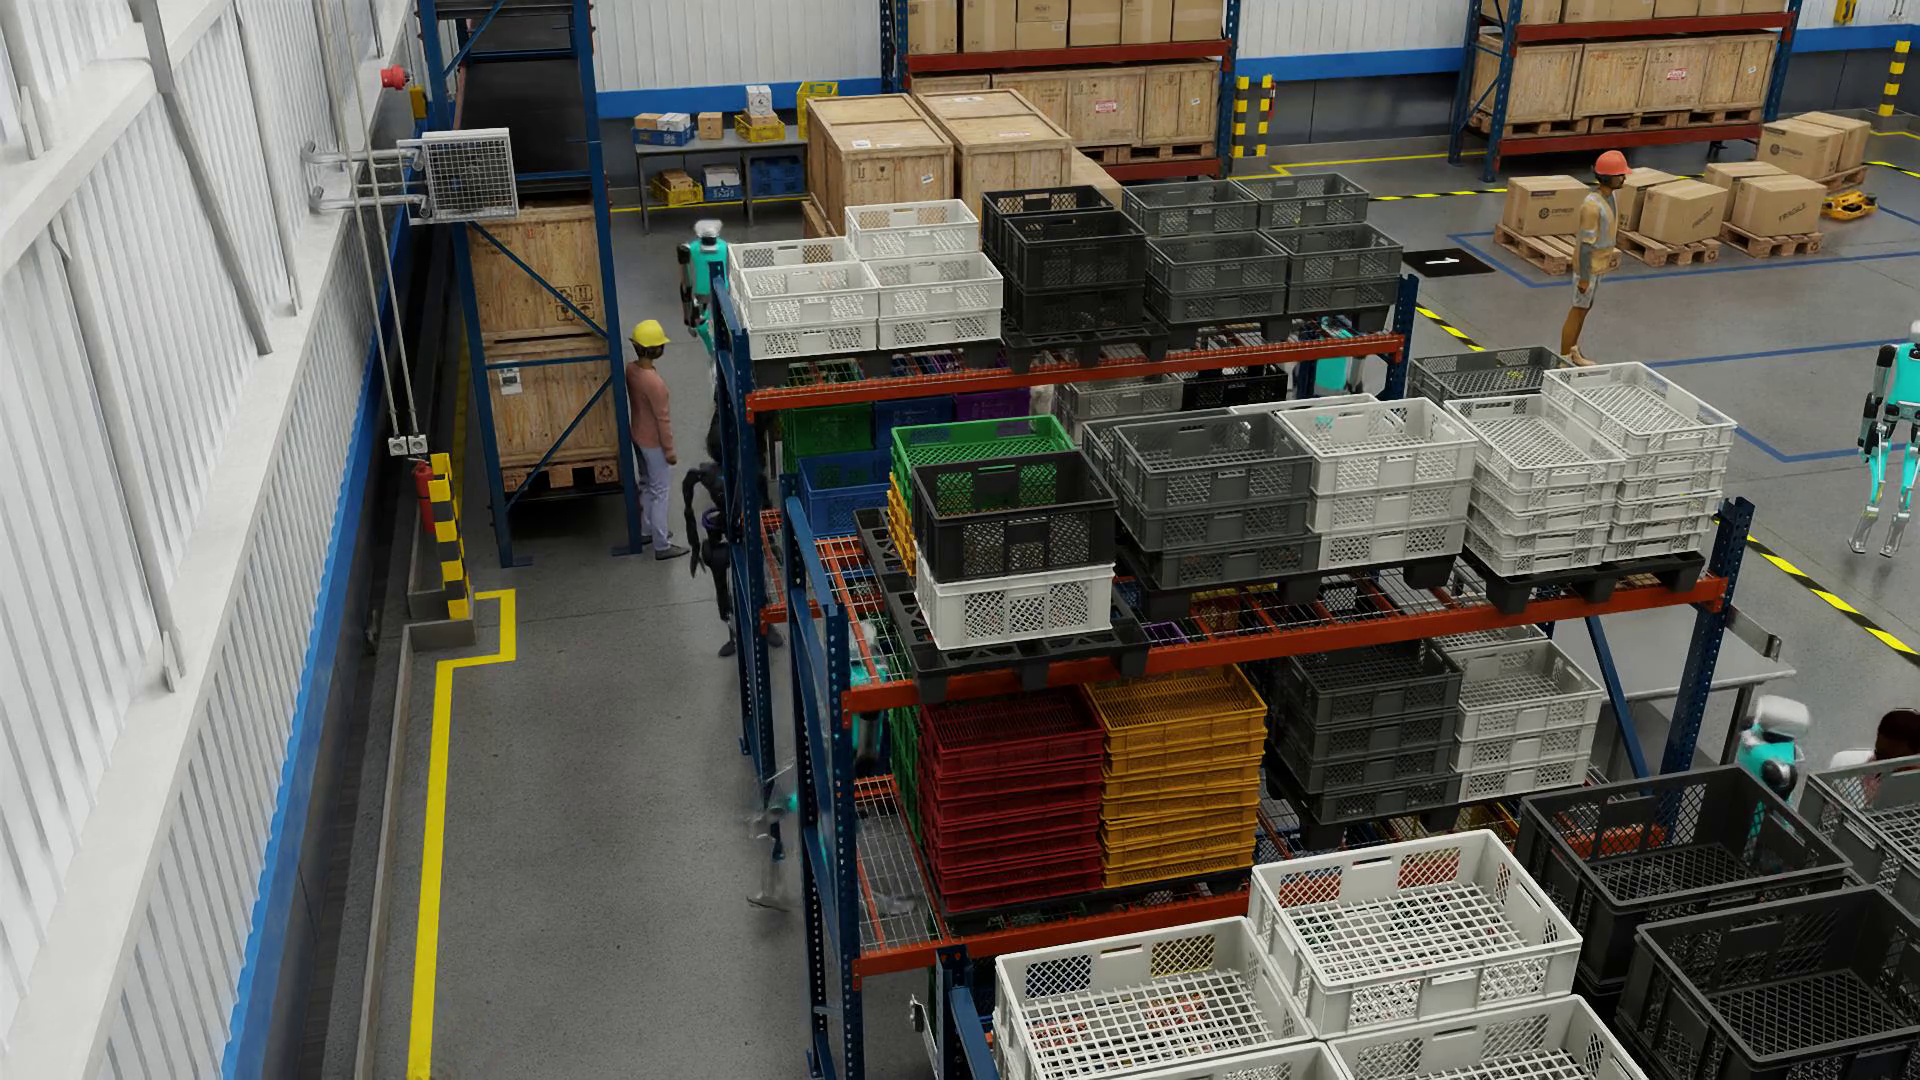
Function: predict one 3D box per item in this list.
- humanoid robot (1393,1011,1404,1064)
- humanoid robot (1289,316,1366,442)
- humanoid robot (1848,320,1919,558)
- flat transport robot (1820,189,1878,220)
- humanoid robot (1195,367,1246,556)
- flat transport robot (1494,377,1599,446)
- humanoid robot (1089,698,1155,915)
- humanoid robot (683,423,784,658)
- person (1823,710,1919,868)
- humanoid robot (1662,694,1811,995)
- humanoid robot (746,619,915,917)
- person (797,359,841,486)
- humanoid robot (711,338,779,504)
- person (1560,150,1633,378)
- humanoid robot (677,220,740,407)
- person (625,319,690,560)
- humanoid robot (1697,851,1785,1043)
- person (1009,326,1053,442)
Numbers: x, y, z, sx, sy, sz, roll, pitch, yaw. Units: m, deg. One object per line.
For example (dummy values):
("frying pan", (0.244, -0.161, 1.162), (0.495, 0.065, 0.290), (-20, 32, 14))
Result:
("humanoid robot", (1.585, 2.341, 6.102), (0.449, 1.647, 0.601), (-1, 28, -2))
("humanoid robot", (2.763, -0.984, 12.345), (0.559, 1.734, 1.030), (17, 32, 29))
("humanoid robot", (6.515, -0.637, 11.532), (0.533, 1.681, 0.735), (13, 31, 24))
("flat transport robot", (10.109, -4.138, 19.868), (0.652, 0.197, 1.431), (-19, 33, -32))
("humanoid robot", (1.543, -0.334, 11.106), (1.003, 1.736, 0.540), (-13, 30, -23))
("flat transport robot", (4.780, -1.036, 14.013), (0.659, 0.231, 1.431), (-6, 28, -12))
("humanoid robot", (0.821, 1.221, 8.232), (0.466, 1.645, 0.610), (-11, 30, -20))
("humanoid robot", (-1.430, -0.010, 10.546), (0.603, 1.643, 0.388), (-4, 28, -7))
("person", (3.962, 1.558, 7.343), (0.460, 1.905, 0.652), (-18, 33, -31))
("humanoid robot", (3.832, 1.535, 7.589), (0.955, 1.767, 0.579), (6, 28, 11))
("humanoid robot", (-0.751, 1.226, 8.213), (1.040, 1.782, 0.533), (-5, 28, -9))
("person", (-1.087, -1.097, 12.396), (0.643, 1.880, 0.579), (-9, 29, -17))
("humanoid robot", (-1.594, -1.045, 12.521), (0.589, 1.654, 0.338), (-23, 35, -36))
("person", (5.623, -2.437, 14.765), (0.359, 2.047, 0.613), (17, 32, 28))
("humanoid robot", (-2.107, -1.988, 14.285), (0.537, 1.728, 1.059), (-3, 28, -6))
("person", (-2.167, -0.719, 11.813), (0.337, 1.760, 0.527), (-17, 32, -29))
("humanoid robot", (3.124, 1.969, 6.793), (0.346, 1.644, 0.610), (-6, 28, -10))
("person", (0.443, -0.637, 11.581), (0.506, 1.837, 0.334), (24, 36, 38))
